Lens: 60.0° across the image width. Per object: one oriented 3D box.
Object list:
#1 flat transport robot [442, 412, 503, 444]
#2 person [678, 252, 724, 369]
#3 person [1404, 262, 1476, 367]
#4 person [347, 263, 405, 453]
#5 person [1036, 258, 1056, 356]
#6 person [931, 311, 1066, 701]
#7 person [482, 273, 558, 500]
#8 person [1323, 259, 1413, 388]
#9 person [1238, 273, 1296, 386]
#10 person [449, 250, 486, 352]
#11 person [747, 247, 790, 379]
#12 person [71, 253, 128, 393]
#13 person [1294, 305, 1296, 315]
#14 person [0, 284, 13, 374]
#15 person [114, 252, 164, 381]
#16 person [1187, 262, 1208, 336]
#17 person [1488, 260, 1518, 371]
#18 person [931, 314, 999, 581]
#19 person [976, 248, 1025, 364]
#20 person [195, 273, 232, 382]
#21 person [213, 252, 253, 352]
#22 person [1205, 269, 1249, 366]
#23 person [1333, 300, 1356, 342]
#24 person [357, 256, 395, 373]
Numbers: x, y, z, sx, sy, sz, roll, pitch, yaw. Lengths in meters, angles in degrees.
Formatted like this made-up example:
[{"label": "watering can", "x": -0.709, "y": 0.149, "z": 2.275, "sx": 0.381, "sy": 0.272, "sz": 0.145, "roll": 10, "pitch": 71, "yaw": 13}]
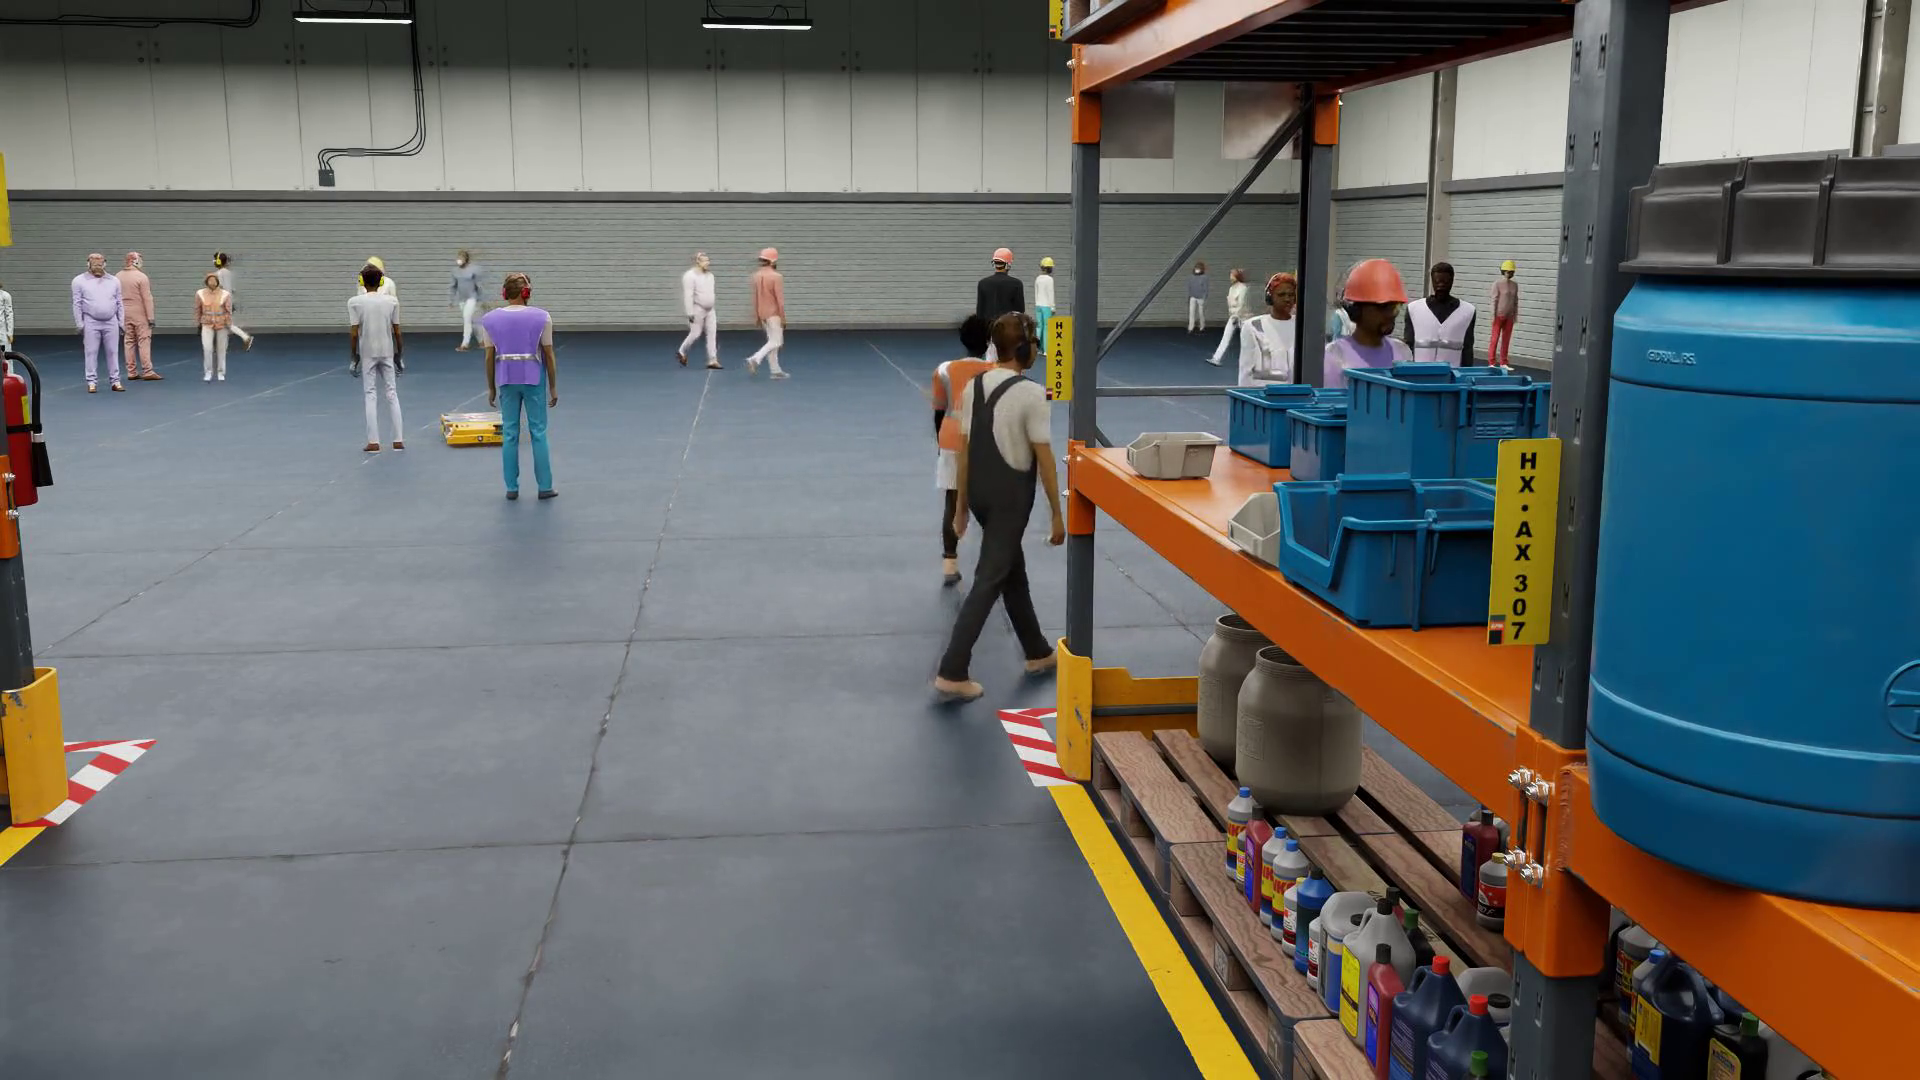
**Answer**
[{"label": "flat transport robot", "x": -5.114, "y": -1.197, "z": 17.591, "sx": 0.652, "sy": 0.197, "sz": 1.431, "roll": -3, "pitch": 11, "yaw": -18}, {"label": "person", "x": -4.220, "y": -3.720, "z": 26.977, "sx": 0.793, "sy": 1.883, "sz": 0.650, "roll": 8, "pitch": 13, "yaw": 38}, {"label": "person", "x": 4.035, "y": -1.380, "z": 14.073, "sx": 0.589, "sy": 1.920, "sz": 0.398, "roll": 2, "pitch": 10, "yaw": 10}, {"label": "person", "x": -5.792, "y": -1.799, "z": 16.505, "sx": 0.521, "sy": 1.870, "sz": 0.319, "roll": -6, "pitch": 12, "yaw": -30}, {"label": "person", "x": 1.511, "y": -4.160, "z": 29.795, "sx": 0.452, "sy": 1.761, "sz": 0.549, "roll": -5, "pitch": 12, "yaw": -26}, {"label": "person", "x": 0.201, "y": -0.163, "z": 7.769, "sx": 0.978, "sy": 1.796, "sz": 0.527, "roll": -9, "pitch": 14, "yaw": -40}, {"label": "person", "x": -3.559, "y": -1.233, "z": 13.489, "sx": 0.563, "sy": 1.837, "sz": 0.388, "roll": -1, "pitch": 10, "yaw": -4}, {"label": "person", "x": 1.820, "y": -0.255, "z": 7.584, "sx": 0.628, "sy": 2.030, "sz": 0.497, "roll": -7, "pitch": 12, "yaw": -33}, {"label": "person", "x": 2.228, "y": -0.915, "z": 11.630, "sx": 0.600, "sy": 1.883, "sz": 0.363, "roll": -3, "pitch": 11, "yaw": -16}, {"label": "person", "x": -9.198, "y": -4.501, "z": 31.248, "sx": 0.643, "sy": 1.899, "sz": 0.960, "roll": 5, "pitch": 11, "yaw": 24}, {"label": "person", "x": -2.872, "y": -3.372, "z": 24.831, "sx": 0.741, "sy": 1.978, "sz": 0.626, "roll": -8, "pitch": 13, "yaw": -38}, {"label": "person", "x": -11.808, "y": -2.968, "z": 22.873, "sx": 0.675, "sy": 1.917, "sz": 0.428, "roll": -9, "pitch": 14, "yaw": -40}, {"label": "person", "x": 4.319, "y": -2.494, "z": 20.743, "sx": 0.940, "sy": 1.715, "sz": 0.538, "roll": 2, "pitch": 11, "yaw": 12}, {"label": "person", "x": -12.748, "y": -2.726, "z": 21.935, "sx": 0.484, "sy": 1.744, "sz": 0.295, "roll": -2, "pitch": 11, "yaw": -12}, {"label": "person", "x": -12.251, "y": -3.323, "z": 24.782, "sx": 0.636, "sy": 1.902, "sz": 0.404, "roll": 4, "pitch": 11, "yaw": 19}, {"label": "person", "x": 5.135, "y": -5.215, "z": 35.990, "sx": 0.508, "sy": 1.583, "sz": 0.810, "roll": 5, "pitch": 12, "yaw": 26}, {"label": "person", "x": 8.677, "y": -3.565, "z": 26.497, "sx": 0.522, "sy": 1.762, "sz": 0.335, "roll": -5, "pitch": 11, "yaw": -25}, {"label": "person", "x": 0.073, "y": -0.586, "z": 10.449, "sx": 0.539, "sy": 1.649, "sz": 0.872, "roll": 3, "pitch": 11, "yaw": 14}, {"label": "person", "x": 0.513, "y": -2.599, "z": 20.550, "sx": 0.623, "sy": 1.990, "sz": 0.391, "roll": 4, "pitch": 11, "yaw": 19}, {"label": "person", "x": -10.981, "y": -3.128, "z": 24.501, "sx": 0.512, "sy": 1.597, "sz": 0.706, "roll": -4, "pitch": 11, "yaw": -20}, {"label": "person", "x": -13.492, "y": -4.372, "z": 30.667, "sx": 0.759, "sy": 1.852, "sz": 0.521, "roll": -1, "pitch": 10, "yaw": -5}, {"label": "person", "x": 4.434, "y": -3.586, "z": 27.037, "sx": 0.870, "sy": 1.594, "sz": 0.524, "roll": -5, "pitch": 11, "yaw": -23}, {"label": "person", "x": 4.466, "y": -2.106, "z": 18.958, "sx": 0.522, "sy": 1.586, "sz": 0.889, "roll": -4, "pitch": 11, "yaw": -19}, {"label": "person", "x": -9.141, "y": -3.520, "z": 26.062, "sx": 0.617, "sy": 1.821, "sz": 0.425, "roll": -1, "pitch": 10, "yaw": -5}]
